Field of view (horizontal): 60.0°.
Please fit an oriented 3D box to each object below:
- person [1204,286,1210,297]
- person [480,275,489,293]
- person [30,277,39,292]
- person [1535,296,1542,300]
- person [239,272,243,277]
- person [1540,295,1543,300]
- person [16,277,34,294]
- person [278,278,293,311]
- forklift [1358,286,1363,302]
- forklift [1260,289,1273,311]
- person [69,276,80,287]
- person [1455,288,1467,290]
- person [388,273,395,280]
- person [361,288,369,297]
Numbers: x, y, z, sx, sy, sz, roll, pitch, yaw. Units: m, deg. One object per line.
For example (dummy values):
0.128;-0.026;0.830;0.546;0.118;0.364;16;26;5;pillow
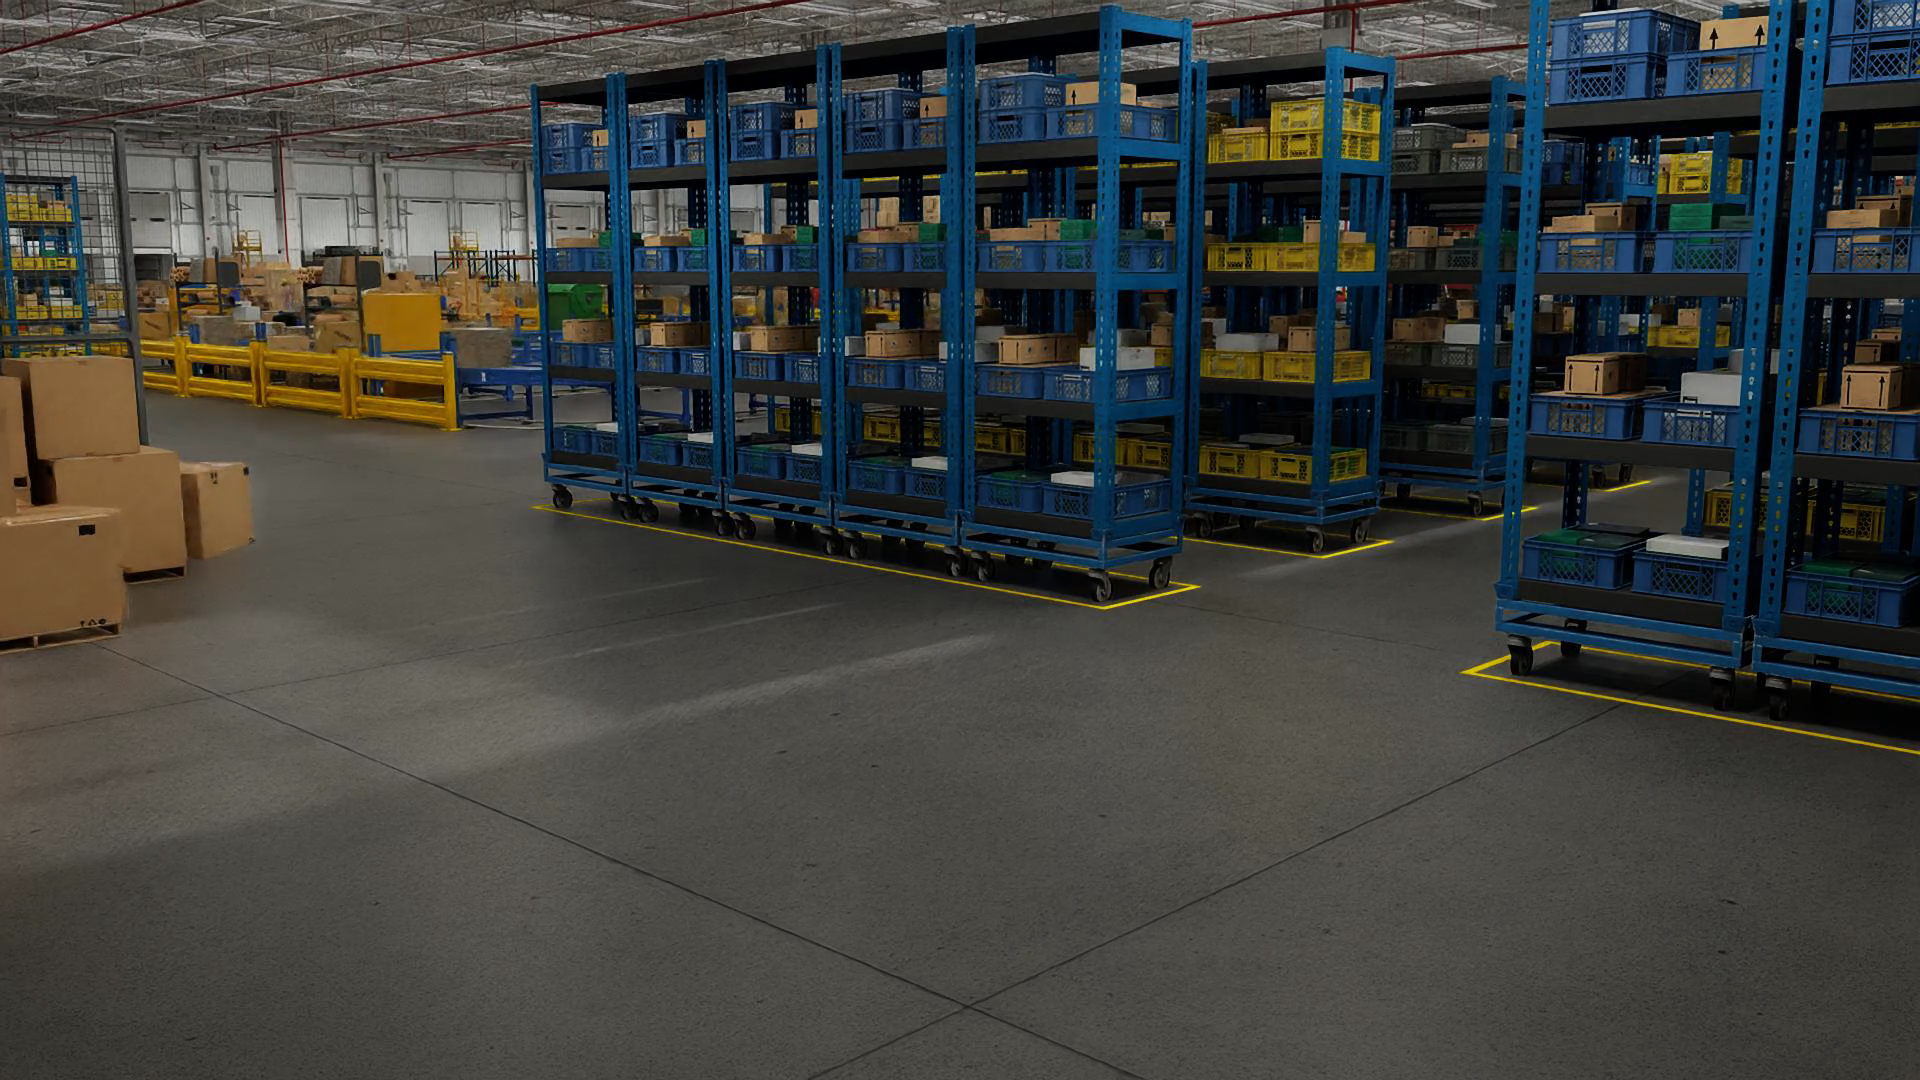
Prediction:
7.351;-6.722;48.599;0.534;1.754;0.374;-8;12;-41;person
-17.866;-9.057;62.732;0.988;1.817;0.518;-8;12;-40;person
-29.959;-7.632;53.829;0.532;1.870;0.315;3;10;19;person
15.289;-5.927;44.028;0.863;1.661;0.532;0;9;3;person
-37.166;-12.946;86.203;0.547;1.938;0.379;9;13;43;person
15.418;-6.149;44.902;0.585;1.824;0.404;1;9;8;person
-29.790;-7.546;53.086;0.542;1.939;0.361;-9;13;-43;person
-24.281;-8.577;60.045;0.543;1.725;0.540;-2;10;-13;person
11.100;-7.017;46.970;1.873;2.768;1.129;9;13;43;forklift
9.718;-8.142;53.865;1.129;2.768;1.873;9;13;43;forklift
-44.883;-12.650;84.380;0.619;1.950;0.981;-1;9;-7;person
16.180;-7.674;53.942;0.408;1.922;0.544;9;13;42;person
-19.198;-8.041;56.141;0.881;1.928;0.628;-9;13;-44;person
-19.740;-7.857;55.018;0.552;1.938;0.382;9;13;43;person
